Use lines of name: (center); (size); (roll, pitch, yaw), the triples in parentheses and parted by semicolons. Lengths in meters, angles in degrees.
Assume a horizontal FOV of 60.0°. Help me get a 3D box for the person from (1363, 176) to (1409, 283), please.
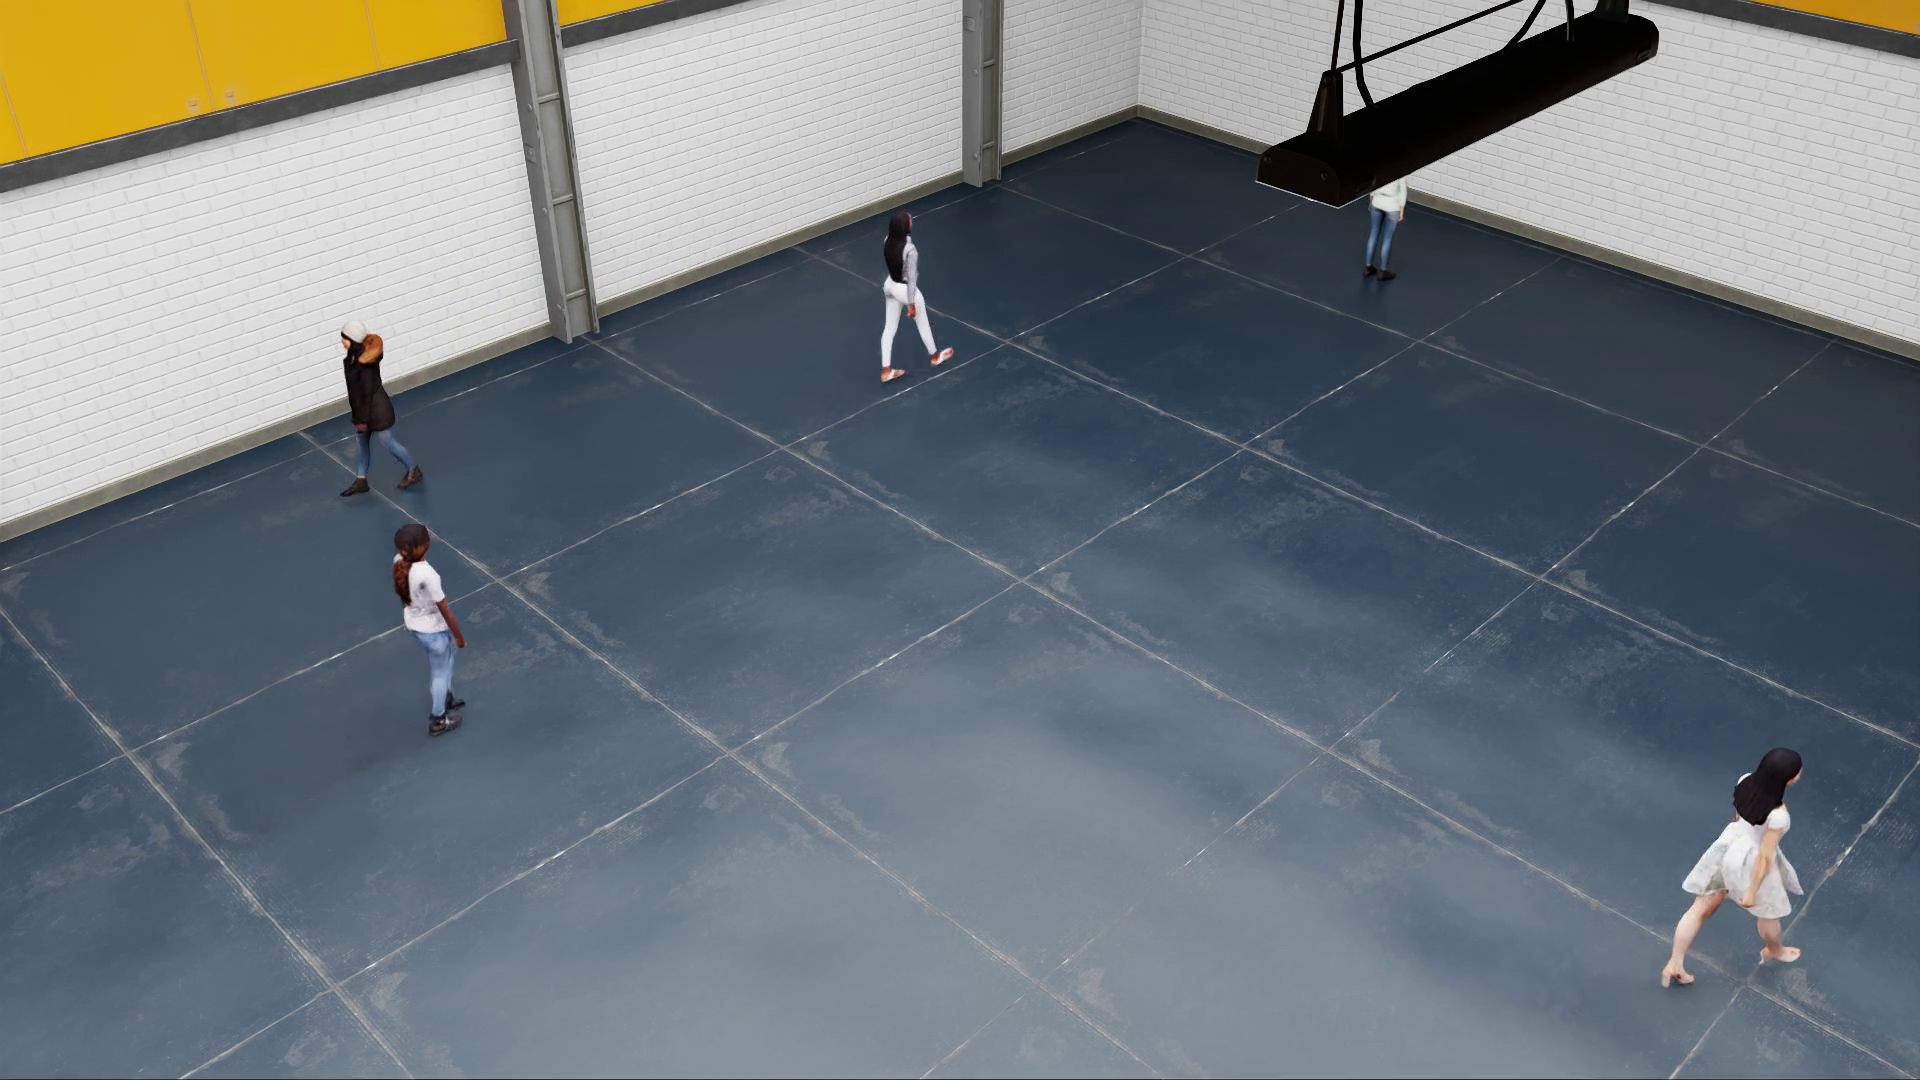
person: (4.591, -3.604, 17.897); (0.577, 1.647, 0.477); (27, 42, 35)

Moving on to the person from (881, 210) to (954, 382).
person: (-0.621, -2.299, 15.891); (1.062, 1.694, 0.685); (-24, 41, -32)

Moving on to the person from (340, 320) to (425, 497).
person: (-4.953, -1.117, 14.193); (0.947, 1.606, 0.666); (-23, 40, -30)

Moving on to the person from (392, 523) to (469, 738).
person: (-3.717, 0.649, 11.444); (0.624, 1.709, 0.642); (26, 42, 33)

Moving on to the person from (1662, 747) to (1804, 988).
person: (4.377, 1.914, 9.518); (1.198, 1.733, 1.025); (-6, 34, -9)
